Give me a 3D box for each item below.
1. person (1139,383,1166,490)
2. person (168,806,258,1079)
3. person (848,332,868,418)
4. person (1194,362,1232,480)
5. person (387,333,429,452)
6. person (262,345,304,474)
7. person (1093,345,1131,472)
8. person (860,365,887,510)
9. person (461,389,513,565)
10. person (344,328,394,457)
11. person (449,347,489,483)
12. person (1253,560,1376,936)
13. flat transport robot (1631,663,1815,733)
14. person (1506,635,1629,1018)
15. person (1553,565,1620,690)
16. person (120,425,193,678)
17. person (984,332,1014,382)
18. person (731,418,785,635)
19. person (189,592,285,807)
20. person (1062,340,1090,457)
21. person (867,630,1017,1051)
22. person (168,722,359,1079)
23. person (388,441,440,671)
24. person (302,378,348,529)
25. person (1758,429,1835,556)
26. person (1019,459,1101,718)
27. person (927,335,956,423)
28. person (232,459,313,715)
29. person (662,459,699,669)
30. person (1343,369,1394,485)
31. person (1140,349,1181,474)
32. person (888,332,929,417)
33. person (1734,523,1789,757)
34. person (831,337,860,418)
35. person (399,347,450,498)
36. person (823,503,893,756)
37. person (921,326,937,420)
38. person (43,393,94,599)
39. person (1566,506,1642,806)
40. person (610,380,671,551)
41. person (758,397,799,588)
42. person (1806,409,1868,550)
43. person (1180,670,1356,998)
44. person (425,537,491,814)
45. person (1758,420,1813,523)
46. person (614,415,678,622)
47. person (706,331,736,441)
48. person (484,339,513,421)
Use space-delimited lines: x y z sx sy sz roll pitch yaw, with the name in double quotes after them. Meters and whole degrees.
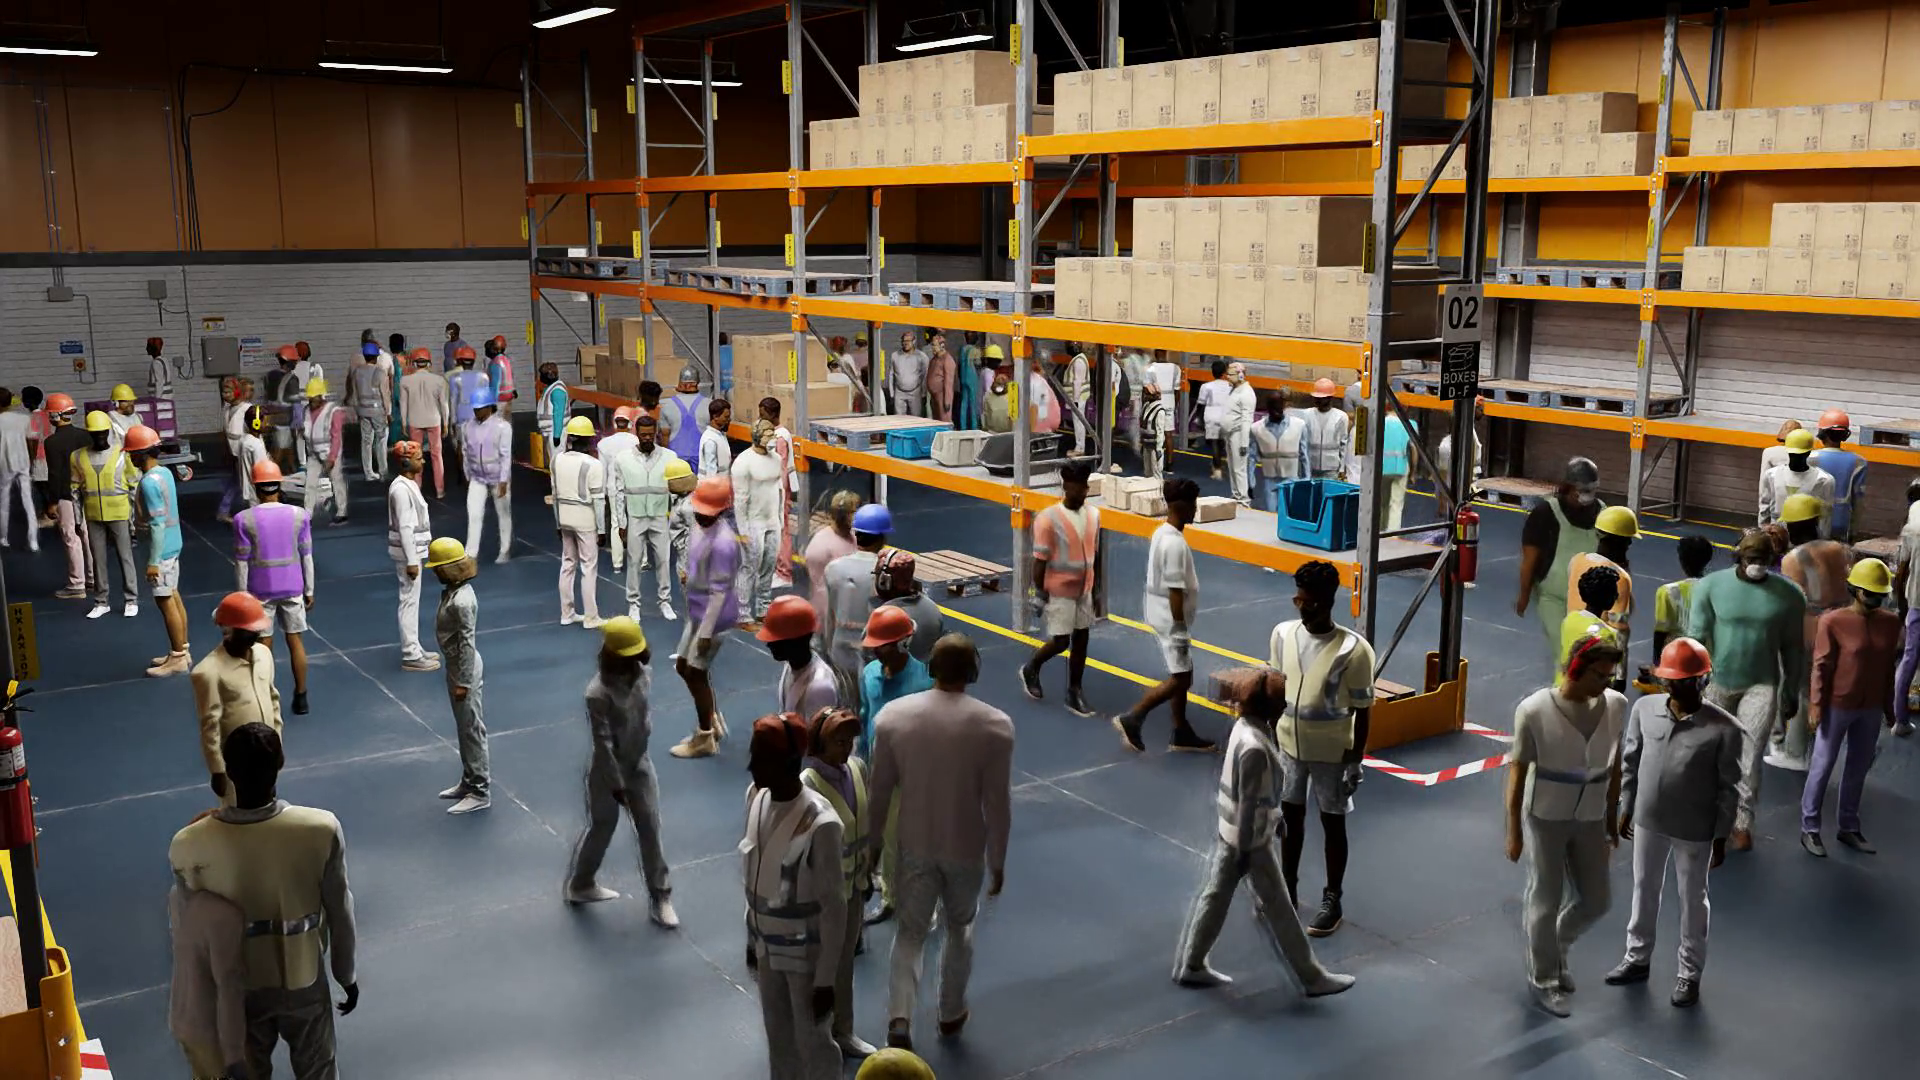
2.406 -1.144 20.764 0.313 1.634 0.514 -4 12 -19 "person"
-2.692 1.760 5.947 0.548 1.617 0.415 10 15 42 "person"
-1.636 -2.594 27.833 0.525 1.769 0.308 -1 11 -7 "person"
3.621 -1.700 23.544 0.548 1.633 0.891 -2 11 -8 "person"
-8.690 -2.283 26.020 0.874 1.906 0.610 1 11 6 "person"
-8.899 -1.570 22.001 0.630 1.994 0.947 8 14 36 "person"
2.203 -2.002 24.099 0.535 2.000 0.681 -1 11 -3 "person"
-1.089 -1.292 20.974 0.325 1.841 0.517 -3 12 -16 "person"
-4.966 -0.623 17.377 0.611 1.898 0.958 2 11 8 "person"
-8.949 -2.232 25.276 0.842 2.000 0.681 8 13 35 "person"
-6.748 -1.701 22.888 0.546 1.904 0.779 -5 12 -23 "person"
1.836 1.061 8.610 0.608 1.966 0.370 11 15 44 "person"
5.907 1.140 12.558 0.652 0.197 1.431 -8 13 -34 "flat transport robot"
2.795 1.310 7.712 0.584 1.816 0.444 -2 11 -12 "person"
3.659 0.978 9.757 0.323 1.689 0.537 0 11 -2 "person"
-6.476 0.091 13.386 0.392 2.039 0.612 -3 11 -15 "person"
0.757 -3.278 30.743 0.614 1.993 0.395 -2 11 -12 "person"
-1.776 -0.125 14.794 0.359 1.931 0.634 7 13 31 "person"
-3.798 1.128 8.856 0.358 1.739 0.573 3 11 15 "person"
1.789 -2.189 25.603 0.430 1.837 0.629 1 11 5 "person"
-0.103 1.371 7.214 0.677 1.900 0.833 2 11 8 "person"
-2.484 1.593 6.009 0.588 1.920 0.391 -4 12 -18 "person"
-4.487 0.126 13.614 0.354 1.883 0.572 -3 11 -15 "person"
-7.571 -1.007 19.627 0.598 1.790 0.854 4 12 18 "person"
7.064 0.009 14.127 0.586 1.920 0.397 11 15 44 "person"
0.769 0.339 12.376 0.607 1.946 0.583 -8 14 -36 "person"
-0.306 -2.157 25.276 0.400 1.899 0.635 -4 12 -21 "person"
-5.067 0.363 12.297 0.549 1.927 0.393 -8 13 -35 "person"
-2.271 0.191 13.659 0.309 1.735 0.484 -3 11 -14 "person"
4.905 -1.258 20.291 0.689 2.000 0.539 -4 12 -19 "person"
2.868 -1.906 23.837 0.599 1.958 0.374 -4 12 -18 "person"
-0.807 -2.269 25.810 0.642 1.909 0.410 1 11 6 "person"
5.524 0.684 11.410 0.528 1.631 0.315 5 12 23 "person"
-1.748 -2.350 26.490 0.655 1.799 0.623 -4 12 -19 "person"
-7.026 -1.533 21.849 0.617 1.986 0.408 -4 12 -18 "person"
-0.571 0.736 10.350 0.615 1.938 0.424 7 13 32 "person"
-0.474 -2.656 27.909 0.324 1.862 0.535 11 15 44 "person"
-8.649 -0.429 16.164 0.380 1.995 0.611 1 11 6 "person"
4.022 0.727 10.465 0.391 1.915 0.593 -2 11 -12 "person"
-3.504 -0.822 18.433 0.957 1.904 0.626 -5 12 -25 "person"
-1.828 -0.480 16.665 0.409 1.907 0.598 -3 12 -16 "person"
7.538 -0.127 14.533 0.609 2.039 0.399 1 11 3 "person"
1.450 1.390 7.866 0.845 1.593 0.532 1 11 5 "person"
-3.137 0.834 10.375 0.305 1.734 0.484 -5 12 -23 "person"
8.441 -0.414 17.011 0.498 1.634 0.281 6 12 26 "person"
-2.855 -0.199 15.221 0.586 1.910 0.396 -4 12 -18 "person"
-3.857 -2.534 27.435 0.631 1.814 0.856 -4 12 -18 "person"
-7.033 -2.136 25.338 0.428 1.837 0.652 0 11 0 "person"
